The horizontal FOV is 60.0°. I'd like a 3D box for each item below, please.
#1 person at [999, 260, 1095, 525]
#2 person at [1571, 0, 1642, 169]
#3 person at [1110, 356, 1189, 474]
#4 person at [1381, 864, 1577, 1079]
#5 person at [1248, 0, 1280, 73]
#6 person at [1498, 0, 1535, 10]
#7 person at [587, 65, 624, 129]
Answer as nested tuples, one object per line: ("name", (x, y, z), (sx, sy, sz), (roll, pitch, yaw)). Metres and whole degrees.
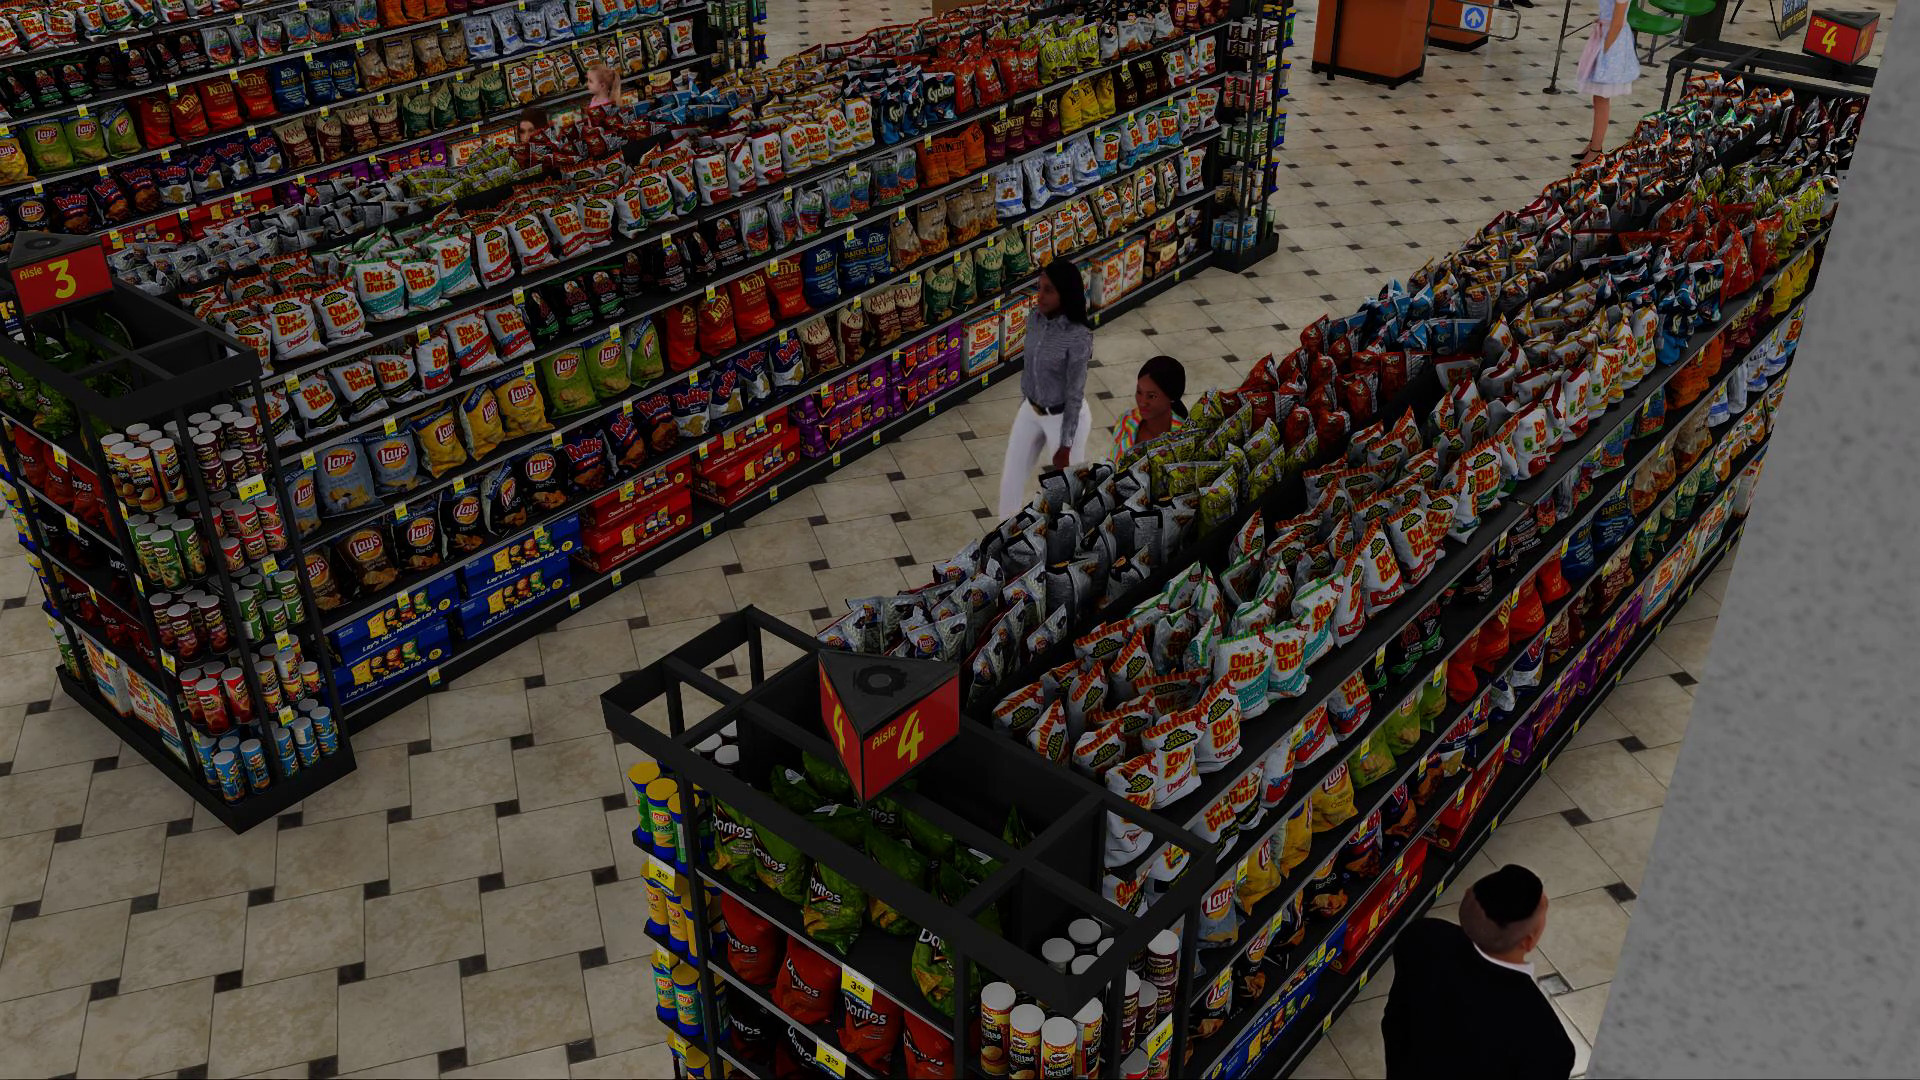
("person", (0.514, -0.559, 8.022), (0.895, 1.710, 0.717), (-23, 39, -32))
("person", (5.163, -3.873, 13.247), (0.866, 1.817, 0.782), (11, 33, 17))
("person", (0.789, 0.047, 6.969), (0.618, 1.794, 0.566), (18, 36, 27))
("person", (1.305, 1.558, 4.392), (0.691, 1.950, 0.762), (-21, 37, -29))
("person", (2.846, -5.136, 15.401), (0.731, 1.686, 0.577), (12, 34, 18))
("person", (6.033, -6.586, 17.606), (0.691, 1.819, 0.810), (-10, 33, -16))
("person", (-2.559, -2.815, 12.064), (0.594, 1.271, 0.554), (-16, 35, -25))
